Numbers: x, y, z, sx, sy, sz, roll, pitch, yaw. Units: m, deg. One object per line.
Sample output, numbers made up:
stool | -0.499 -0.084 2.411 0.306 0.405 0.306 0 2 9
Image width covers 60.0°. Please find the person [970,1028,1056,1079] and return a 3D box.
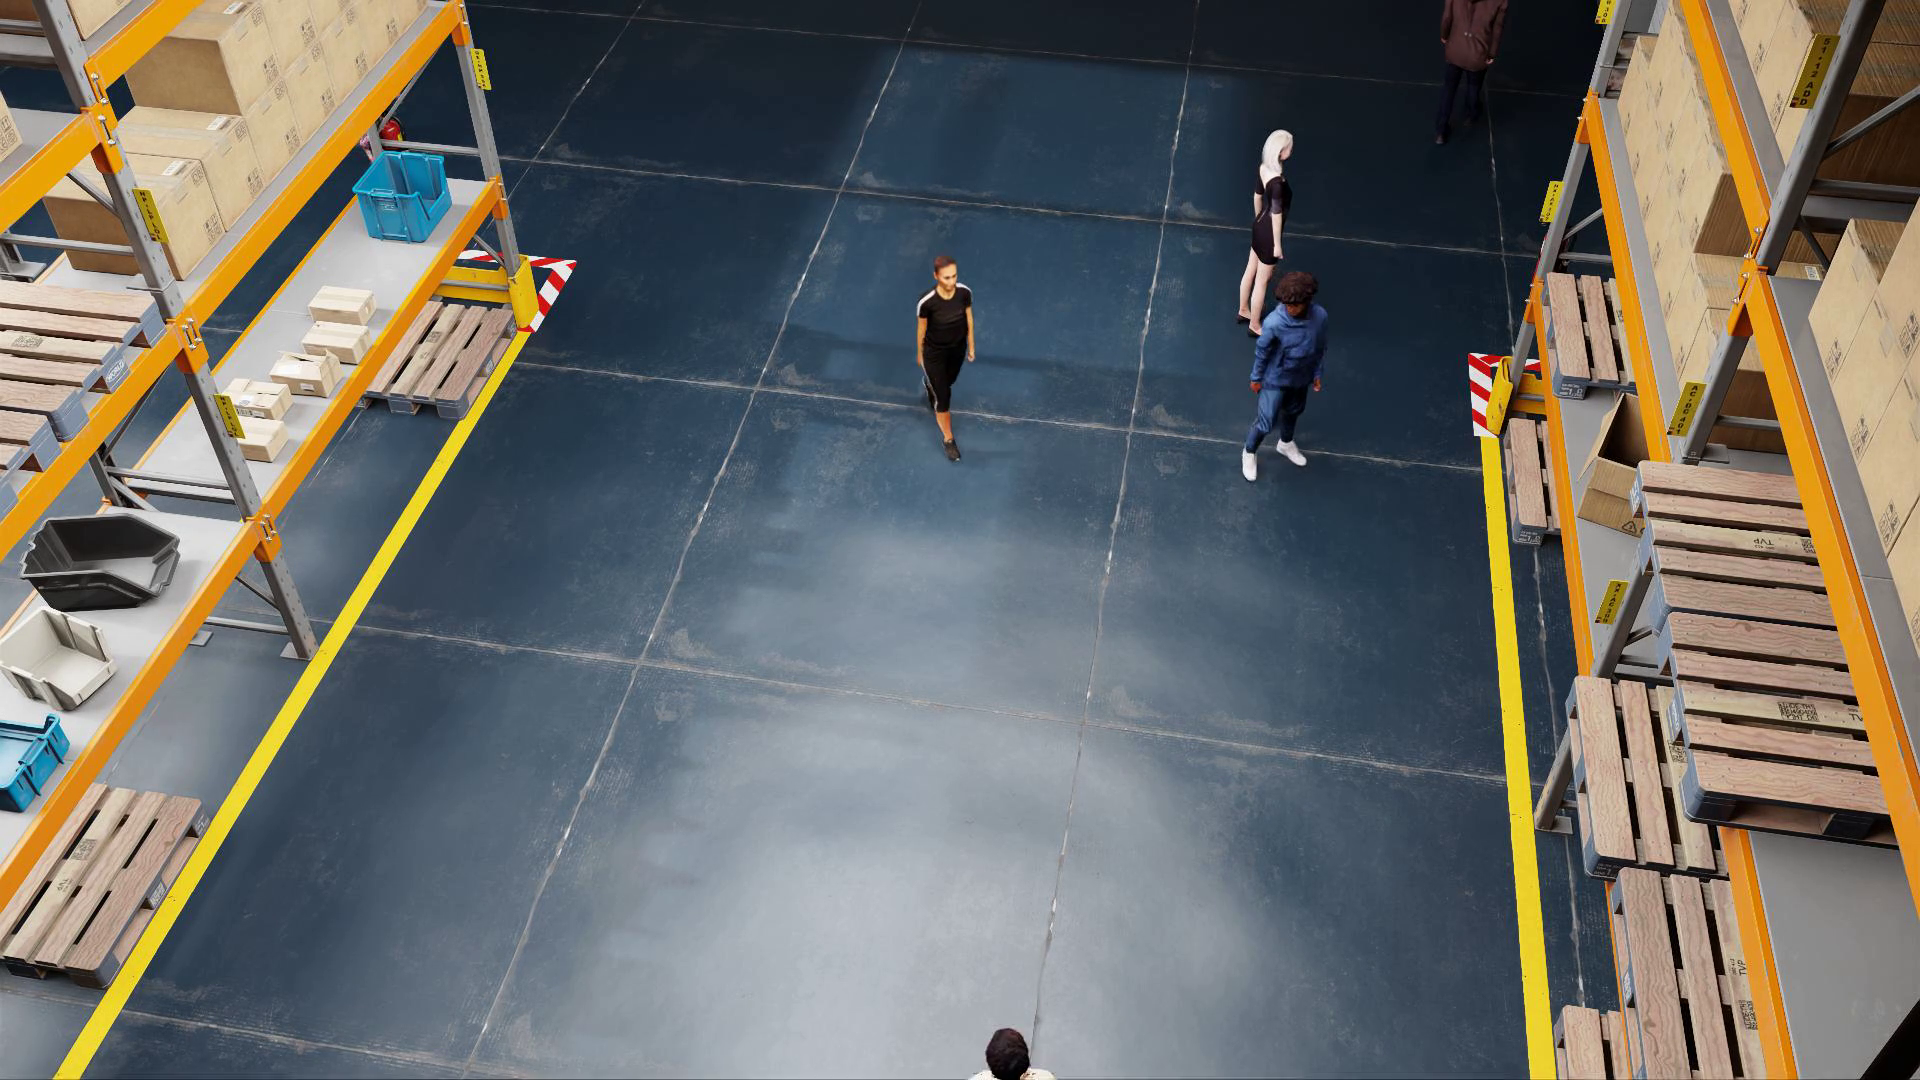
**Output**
person | 0.250 2.872 7.891 0.677 1.548 1.027 1 44 1

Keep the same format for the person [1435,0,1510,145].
person | 4.699 -4.542 15.477 0.977 1.818 1.108 24 49 23

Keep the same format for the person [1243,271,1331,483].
person | 2.341 -1.245 12.034 0.800 1.794 0.804 -23 48 -23

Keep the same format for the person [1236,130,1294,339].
person | 2.440 -2.433 13.253 0.702 1.832 0.556 -9 44 -9

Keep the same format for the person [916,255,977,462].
person | -0.154 -1.458 12.371 0.985 1.638 1.144 -19 47 -19
